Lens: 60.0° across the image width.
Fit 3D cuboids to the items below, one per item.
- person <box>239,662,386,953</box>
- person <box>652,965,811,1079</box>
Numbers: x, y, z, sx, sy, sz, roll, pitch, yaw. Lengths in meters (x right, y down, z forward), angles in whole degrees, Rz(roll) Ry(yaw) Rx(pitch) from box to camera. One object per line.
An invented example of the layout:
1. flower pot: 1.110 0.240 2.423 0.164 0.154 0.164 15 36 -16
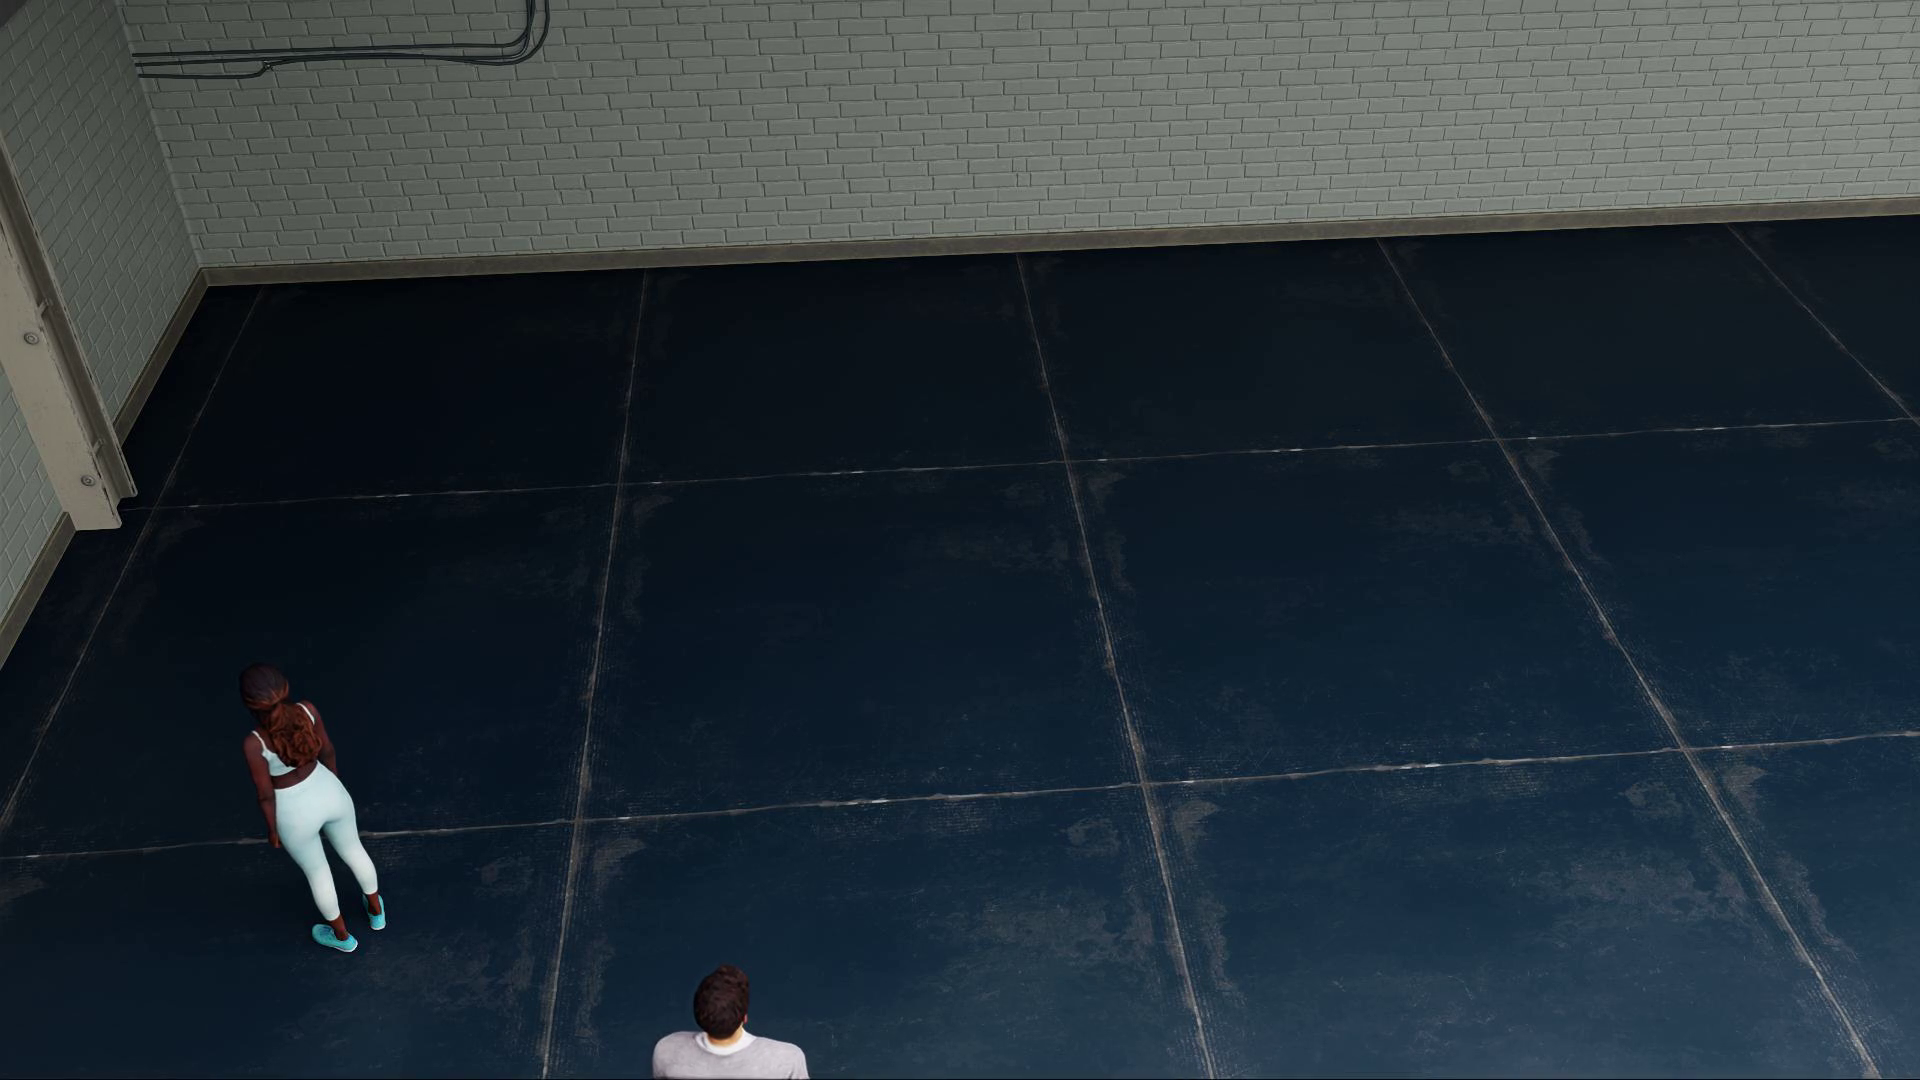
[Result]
1. person: -2.974 1.231 7.608 0.711 1.724 0.649 27 46 30
2. person: -0.808 2.235 6.163 0.755 1.923 0.654 1 38 1
